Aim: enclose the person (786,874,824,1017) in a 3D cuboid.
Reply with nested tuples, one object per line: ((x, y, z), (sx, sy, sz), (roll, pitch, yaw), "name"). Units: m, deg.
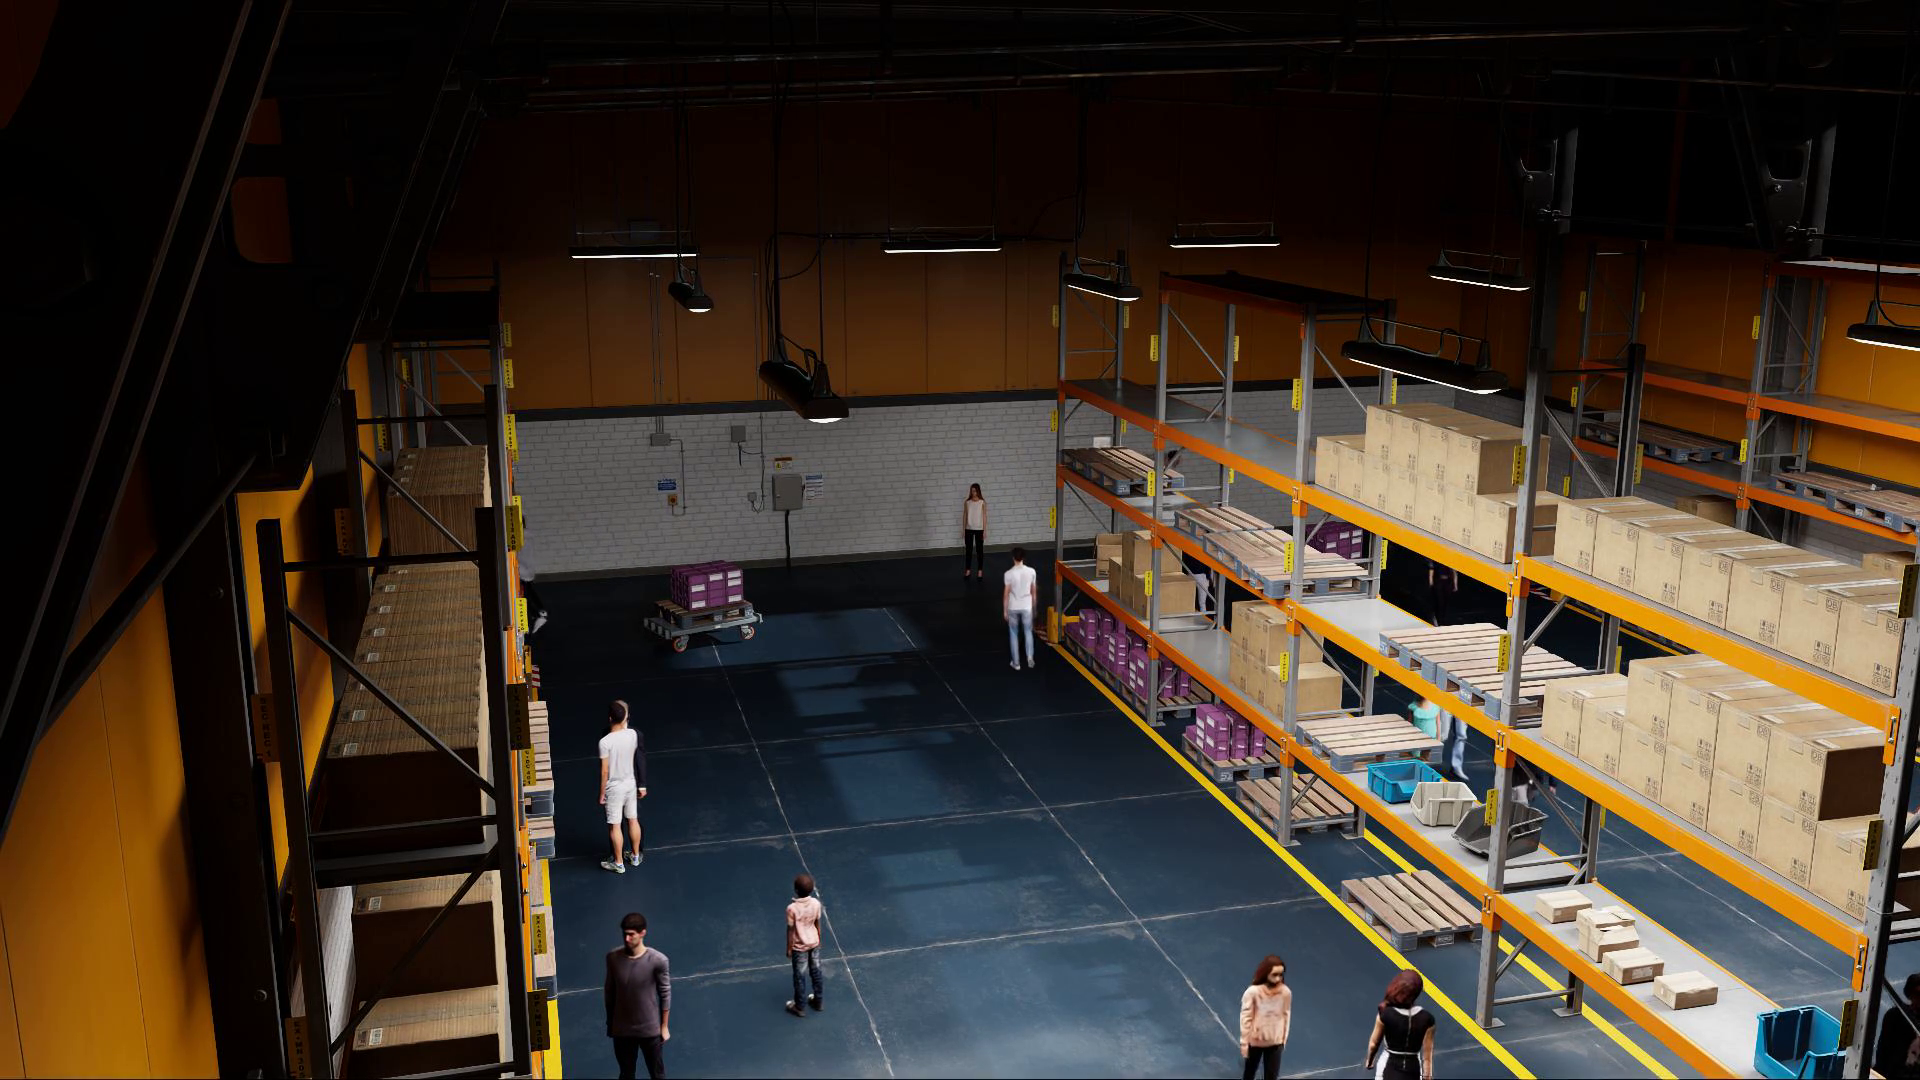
((-1.379, 3.592, 14.806), (0.542, 1.306, 0.555), (-9, 16, -33), "person")

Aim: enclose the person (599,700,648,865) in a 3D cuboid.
((-3.616, 2.584, 17.889), (0.769, 1.816, 0.755), (3, 14, 11), "person")

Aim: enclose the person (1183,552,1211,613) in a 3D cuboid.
((3.719, 0.664, 26.260), (0.671, 1.608, 0.685), (4, 14, 17), "person")

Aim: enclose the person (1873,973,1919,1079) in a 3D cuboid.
((7.050, 3.991, 12.435), (0.851, 1.647, 1.051), (2, 14, 9), "person")

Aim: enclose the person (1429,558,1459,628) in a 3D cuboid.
((7.580, 0.691, 26.147), (0.780, 1.609, 1.142), (0, 14, -1), "person")

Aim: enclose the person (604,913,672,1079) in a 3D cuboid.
((-2.504, 3.761, 12.948), (0.743, 1.853, 0.695), (2, 14, 8), "person")

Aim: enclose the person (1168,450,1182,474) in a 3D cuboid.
((3.933, -0.767, 31.566), (0.846, 1.891, 0.692), (2, 14, 7), "person")

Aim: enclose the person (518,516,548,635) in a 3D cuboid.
((-6.766, 0.552, 26.111), (1.054, 1.896, 1.017), (3, 14, 12), "person")

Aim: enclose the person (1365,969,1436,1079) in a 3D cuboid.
((3.191, 4.029, 12.068), (0.797, 1.747, 1.196), (0, 14, 2), "person")

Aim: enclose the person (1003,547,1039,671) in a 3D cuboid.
((0.908, 1.039, 24.227), (0.684, 1.836, 0.794), (-3, 14, -13), "person")

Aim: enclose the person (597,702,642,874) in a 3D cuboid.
((-3.623, 2.614, 17.681), (0.790, 1.854, 0.767), (10, 17, 36), "person")

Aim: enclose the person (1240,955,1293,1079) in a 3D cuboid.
((2.368, 3.930, 13.110), (0.694, 1.448, 1.019), (-1, 14, -3), "person")

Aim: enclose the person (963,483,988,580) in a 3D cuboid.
((0.257, -0.169, 29.468), (0.645, 1.718, 0.648), (3, 14, 13), "person")
